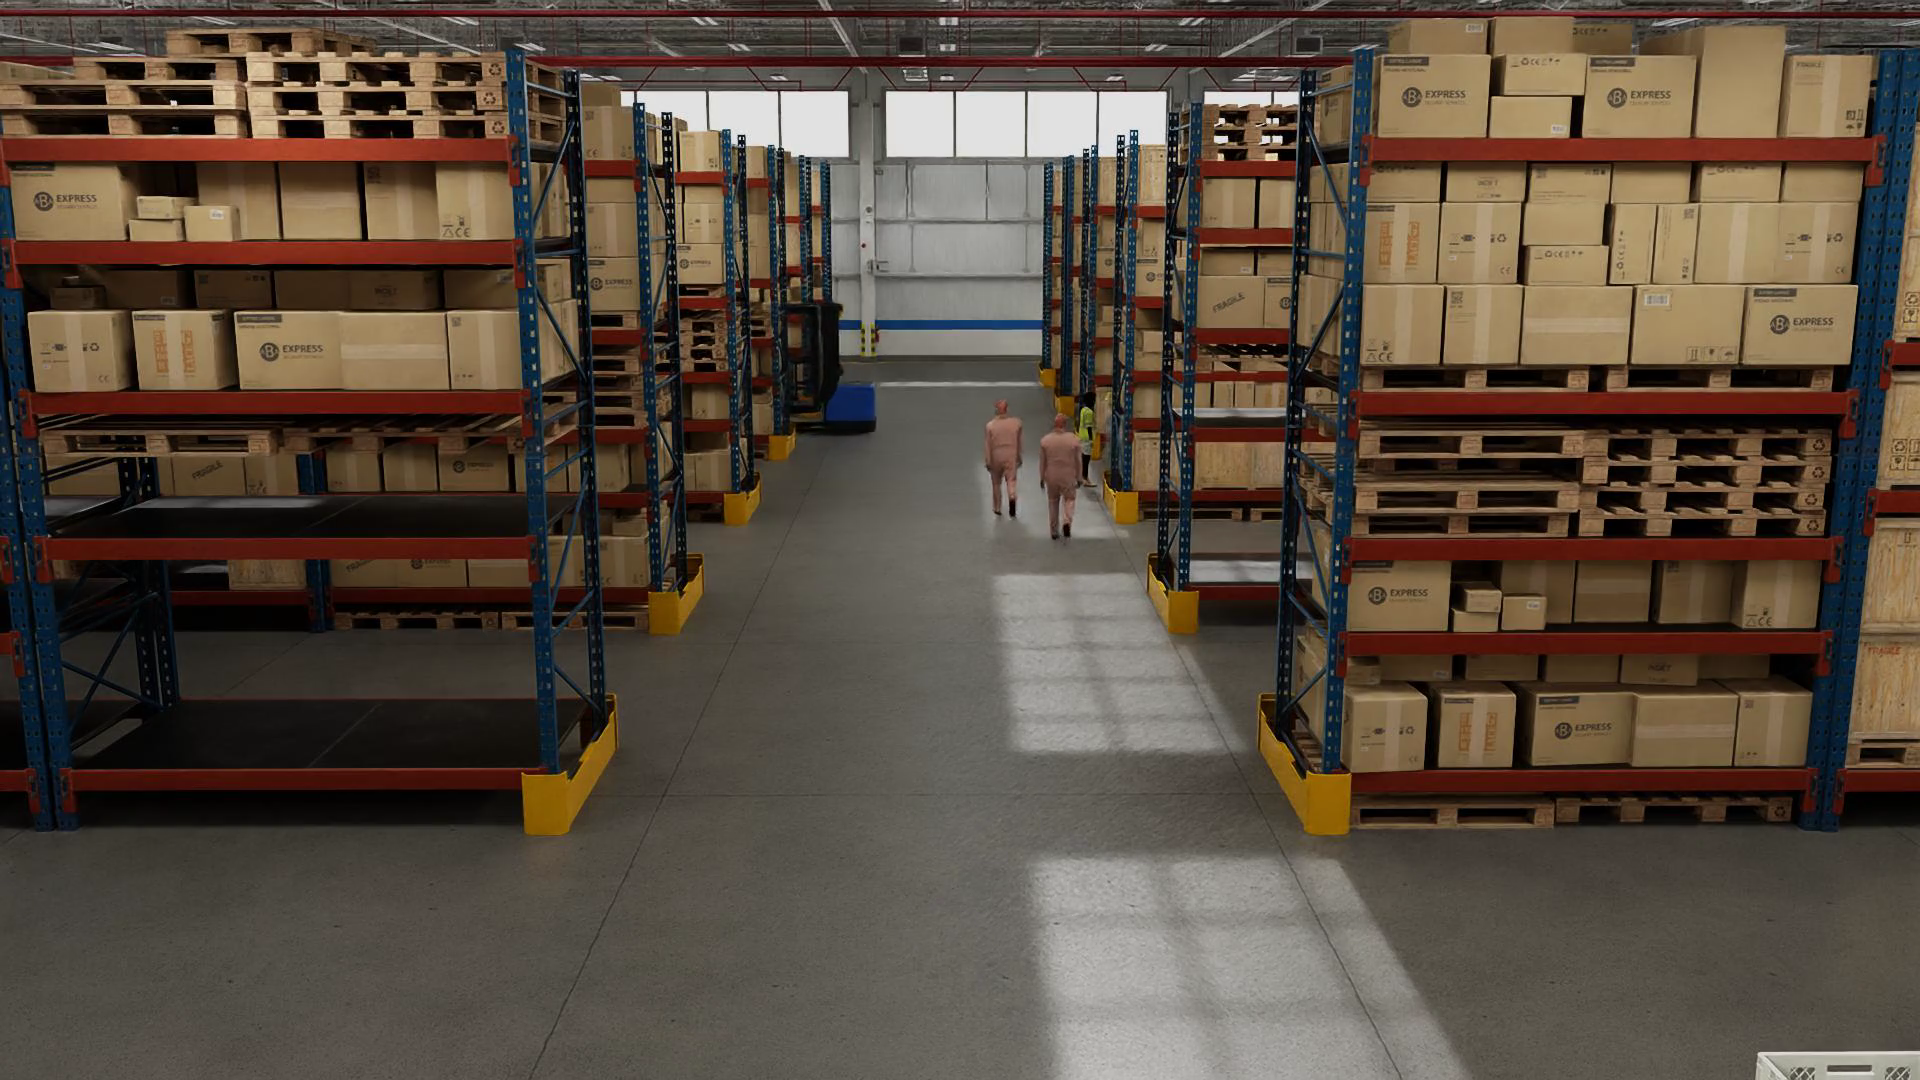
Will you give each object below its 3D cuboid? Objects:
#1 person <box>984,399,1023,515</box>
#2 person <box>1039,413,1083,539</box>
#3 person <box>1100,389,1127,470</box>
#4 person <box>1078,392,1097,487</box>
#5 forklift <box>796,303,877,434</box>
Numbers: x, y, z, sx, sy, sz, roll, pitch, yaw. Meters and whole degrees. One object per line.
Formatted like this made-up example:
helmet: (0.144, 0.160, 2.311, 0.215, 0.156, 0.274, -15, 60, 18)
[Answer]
person: (0.698, -1.305, 26.626, 0.657, 1.891, 0.641, -2, 12, -8)
person: (1.505, -0.943, 24.834, 0.661, 1.894, 0.445, 2, 12, 10)
person: (2.691, -1.753, 29.077, 0.461, 1.803, 0.588, -5, 12, -22)
person: (2.267, -1.791, 29.533, 0.320, 1.692, 0.531, -1, 12, -7)
forklift: (-2.789, -3.762, 36.345, 1.873, 2.768, 1.129, 0, 11, -1)
